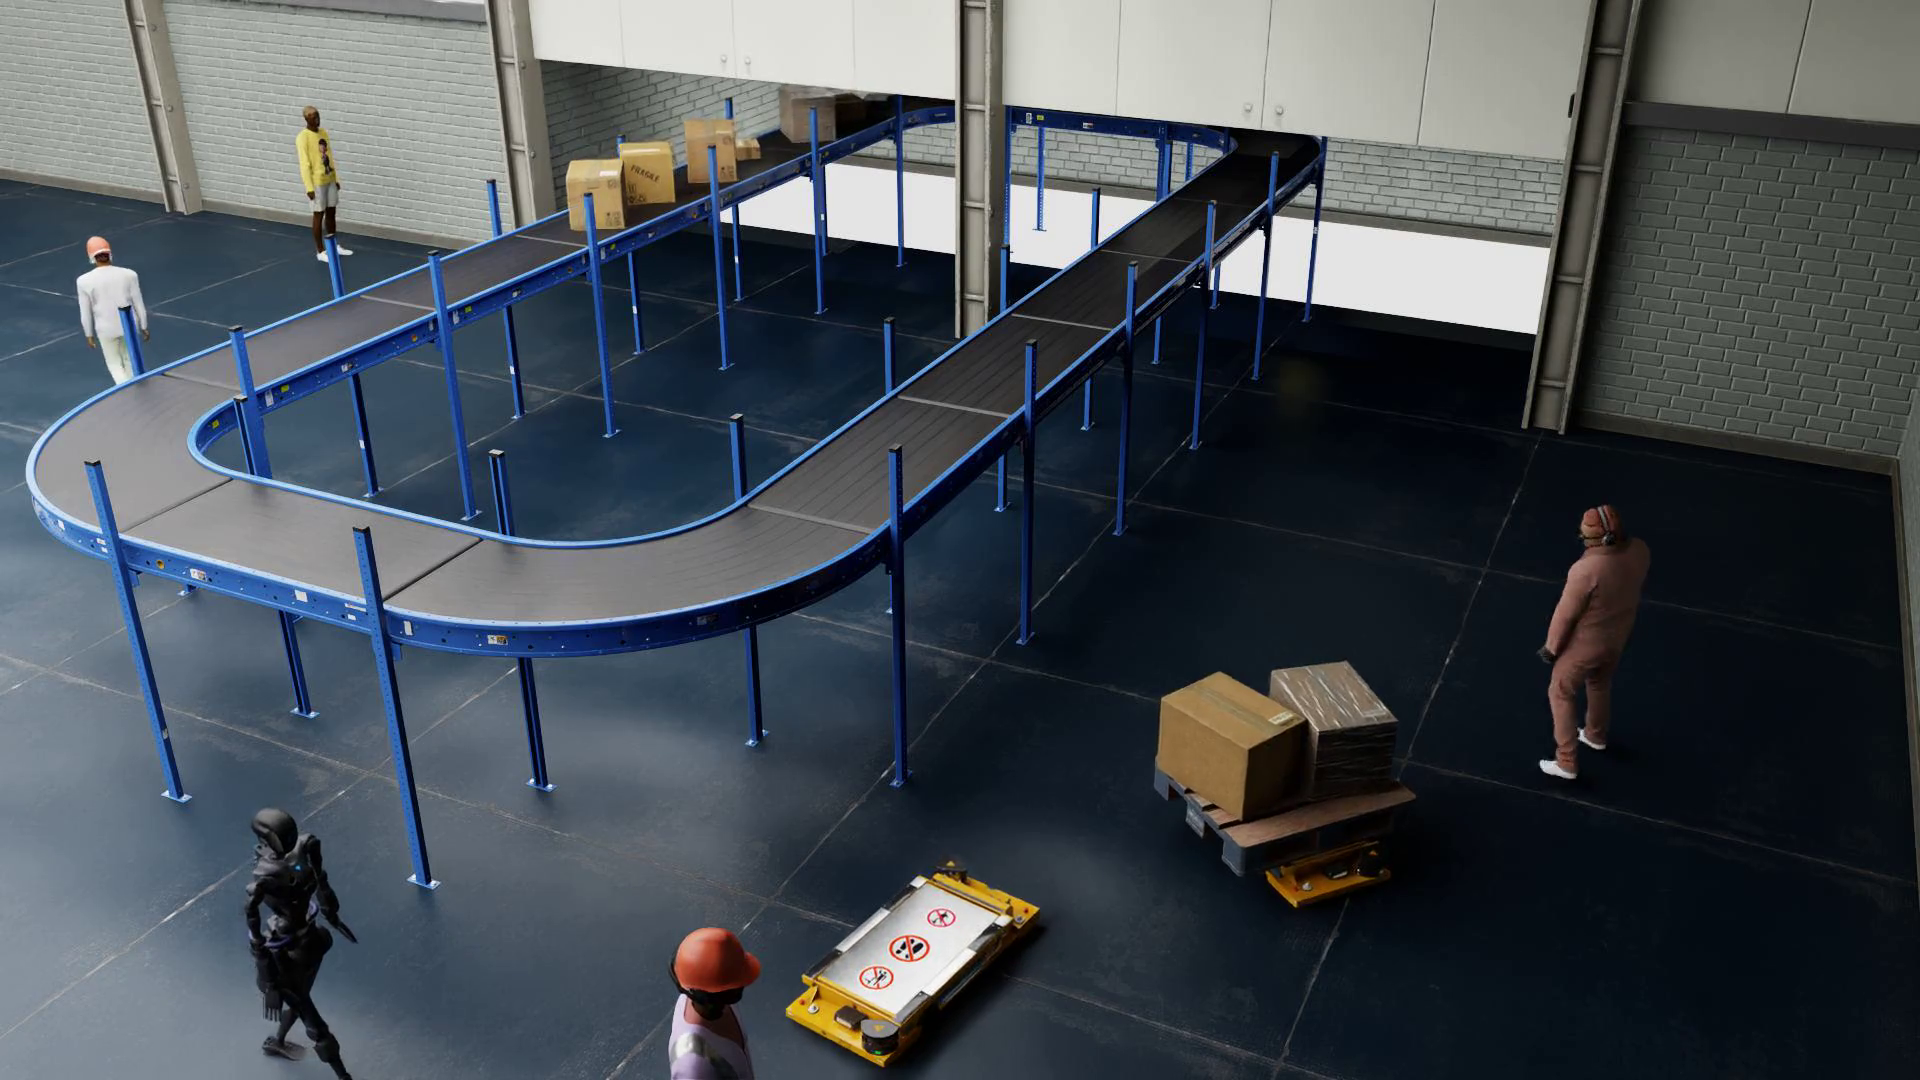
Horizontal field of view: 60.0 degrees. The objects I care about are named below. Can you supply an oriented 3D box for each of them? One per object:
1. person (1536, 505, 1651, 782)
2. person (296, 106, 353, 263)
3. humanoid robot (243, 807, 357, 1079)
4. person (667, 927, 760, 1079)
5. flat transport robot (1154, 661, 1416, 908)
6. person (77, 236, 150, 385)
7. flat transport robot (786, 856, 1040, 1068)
[{"bbox_3d":[3.996,0.614,10.446,0.704,1.875,0.485,-13,29,-24],"label":"person"},{"bbox_3d":[-7.885,-4.398,20.506,0.360,1.898,0.555,8,28,16],"label":"person"},{"bbox_3d":[-3.196,1.953,8.017,0.786,1.630,0.599,8,27,15],"label":"humanoid robot"},{"bbox_3d":[-0.950,2.386,6.676,0.382,2.045,0.604,-1,26,-3],"label":"person"},{"bbox_3d":[1.903,1.681,10.089,0.659,0.231,1.431,-11,28,-21],"label":"flat transport robot"},{"bbox_3d":[-8.078,-2.035,15.943,0.588,1.717,0.746,-20,33,-34],"label":"person"},{"bbox_3d":[-0.228,2.239,8.965,0.659,0.231,1.431,17,31,31],"label":"flat transport robot"}]
